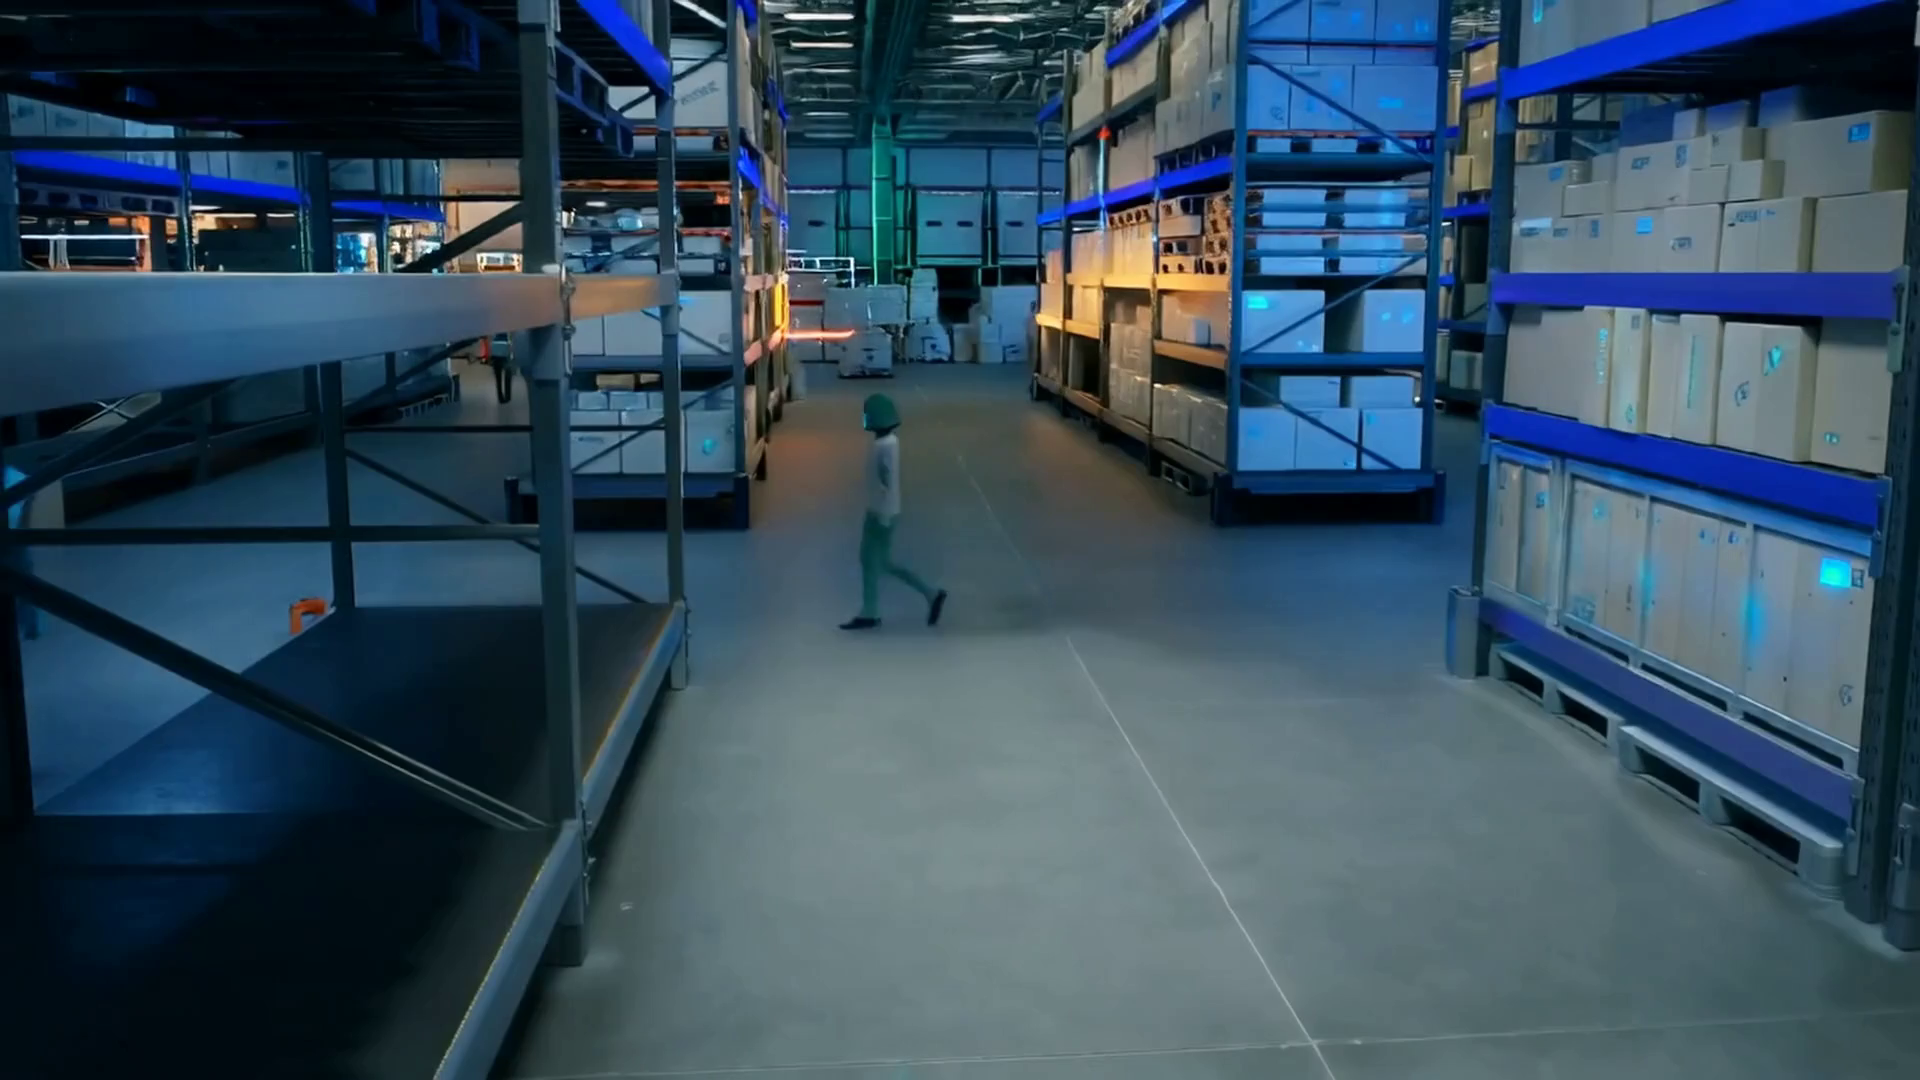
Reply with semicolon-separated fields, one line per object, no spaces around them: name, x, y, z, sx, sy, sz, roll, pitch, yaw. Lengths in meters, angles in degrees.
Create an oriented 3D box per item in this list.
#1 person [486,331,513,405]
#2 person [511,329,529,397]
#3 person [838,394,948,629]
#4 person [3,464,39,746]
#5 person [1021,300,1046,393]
person;-8.572;-3.482;31.101;0.559;1.895;0.976;-2;9;-15
person;-7.125;-2.920;27.589;0.680;1.873;0.862;0;9;1
person;-0.458;-0.179;11.232;0.673;1.614;0.503;-2;9;-10
person;-4.539;0.296;7.599;0.603;1.815;0.790;-1;9;-9
person;1.515;-3.934;33.886;0.449;1.905;0.660;-7;11;-37
